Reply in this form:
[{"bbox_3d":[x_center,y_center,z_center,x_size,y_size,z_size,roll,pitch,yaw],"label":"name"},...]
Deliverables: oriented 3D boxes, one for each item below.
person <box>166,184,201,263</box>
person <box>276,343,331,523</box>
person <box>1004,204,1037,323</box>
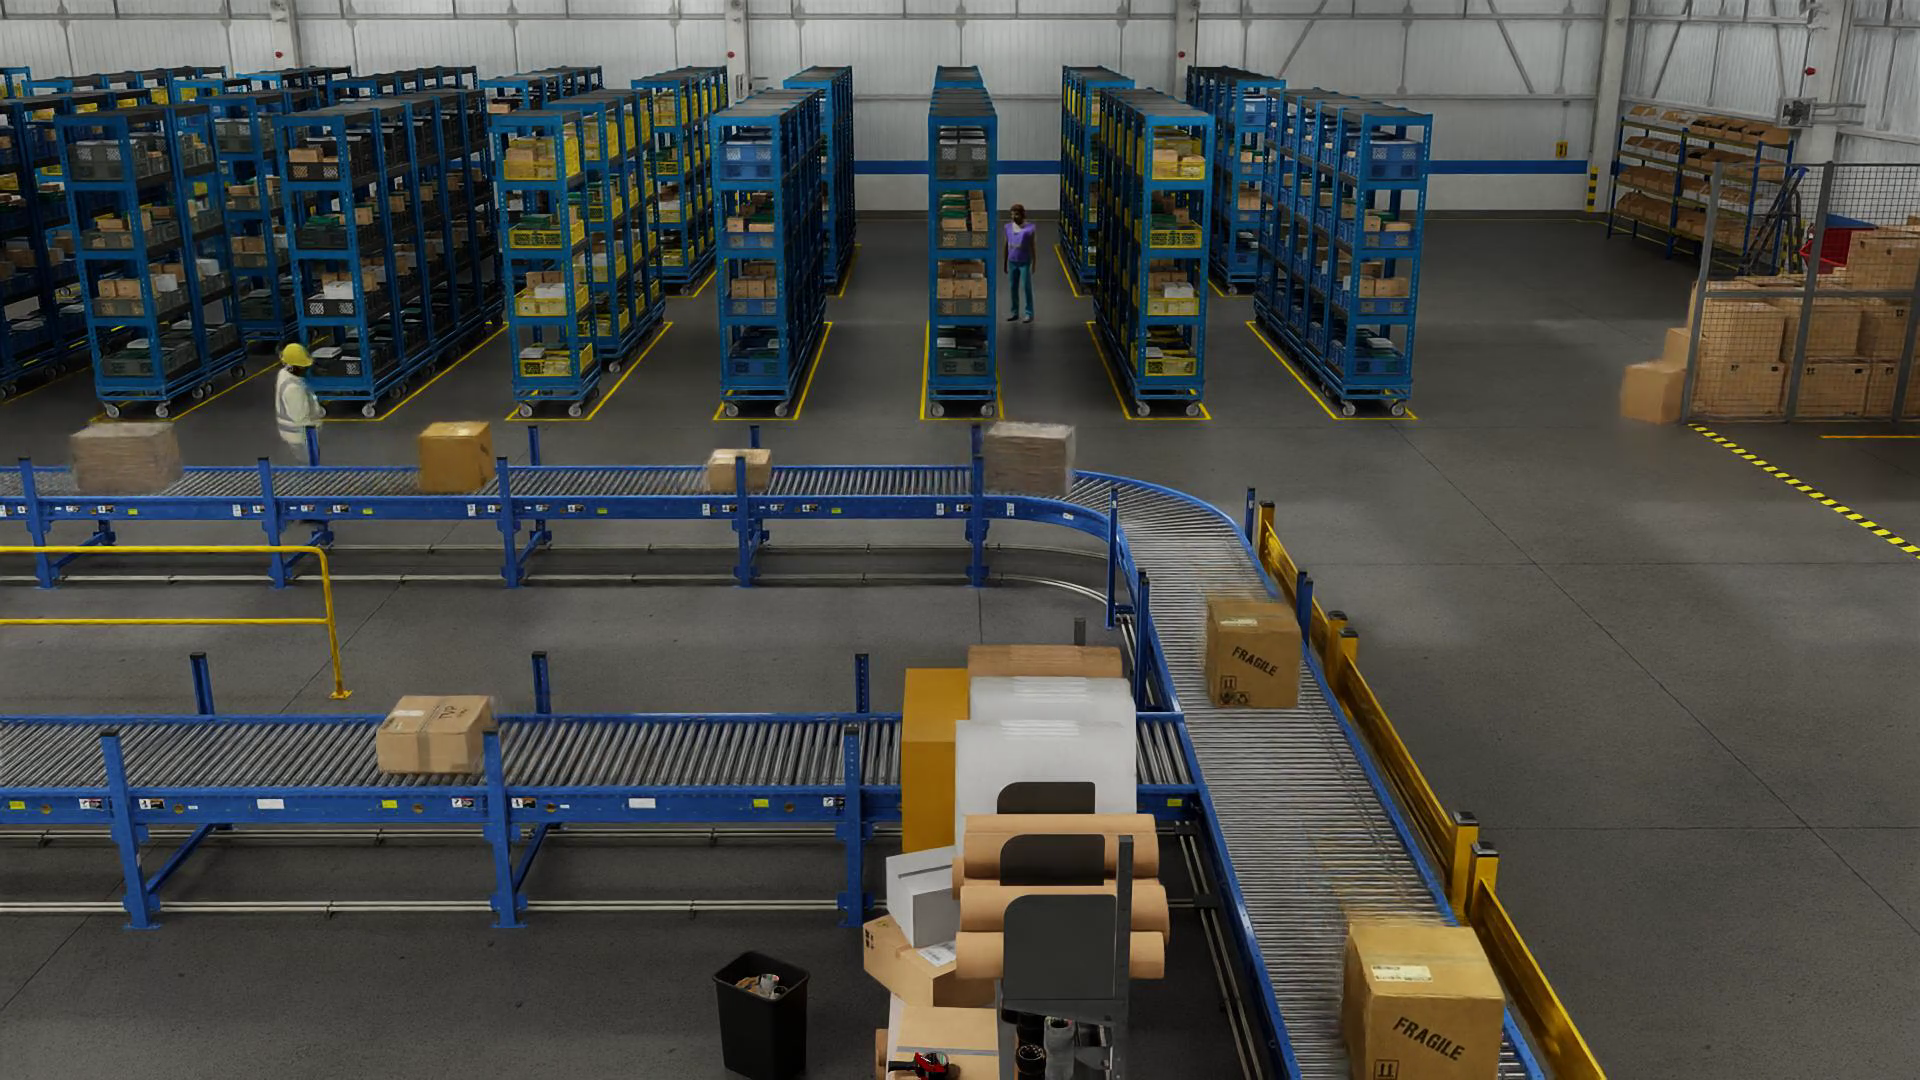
[{"bbox_3d":[-12.975,-4.960,27.796,1.067,1.943,0.609,-7,19,-20],"label":"person"},{"bbox_3d":[-6.288,-1.010,15.854,0.438,1.804,0.632,-8,20,-24],"label":"person"},{"bbox_3d":[0.948,-4.330,26.019,0.575,1.830,0.388,11,21,31],"label":"person"}]
